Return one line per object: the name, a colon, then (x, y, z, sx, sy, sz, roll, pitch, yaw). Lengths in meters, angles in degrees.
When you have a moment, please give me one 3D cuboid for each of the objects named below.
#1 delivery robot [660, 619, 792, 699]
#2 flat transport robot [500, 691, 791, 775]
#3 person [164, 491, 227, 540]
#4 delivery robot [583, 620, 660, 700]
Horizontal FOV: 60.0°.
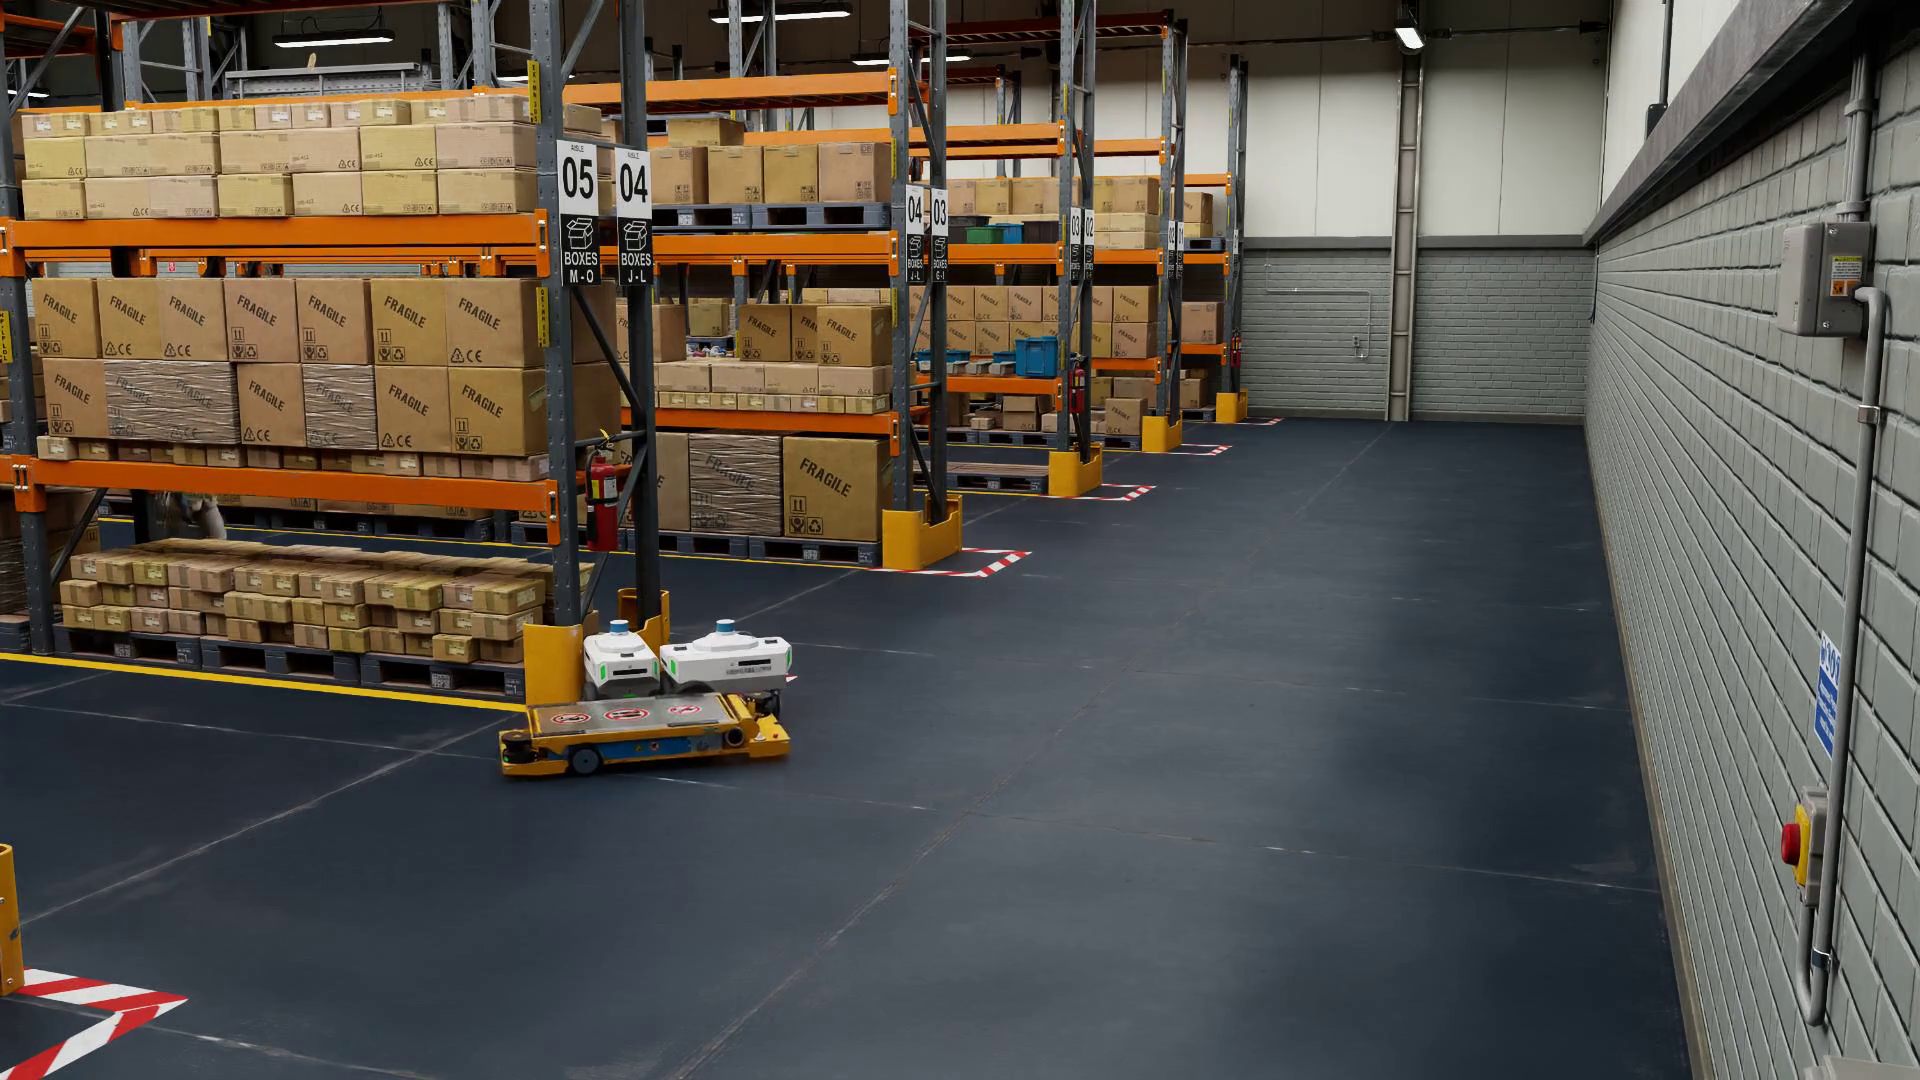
delivery robot: (-1.310, 0.690, 9.343, 0.707, 0.478, 0.477, -3, 10, -20)
flat transport robot: (-1.648, 0.990, 8.647, 1.431, 0.197, 0.652, -3, 9, -16)
person: (-5.626, -0.245, 12.265, 0.903, 1.583, 0.514, 5, 10, 27)
delivery robot: (-1.905, 0.692, 9.333, 0.477, 0.478, 0.707, -3, 10, -20)
